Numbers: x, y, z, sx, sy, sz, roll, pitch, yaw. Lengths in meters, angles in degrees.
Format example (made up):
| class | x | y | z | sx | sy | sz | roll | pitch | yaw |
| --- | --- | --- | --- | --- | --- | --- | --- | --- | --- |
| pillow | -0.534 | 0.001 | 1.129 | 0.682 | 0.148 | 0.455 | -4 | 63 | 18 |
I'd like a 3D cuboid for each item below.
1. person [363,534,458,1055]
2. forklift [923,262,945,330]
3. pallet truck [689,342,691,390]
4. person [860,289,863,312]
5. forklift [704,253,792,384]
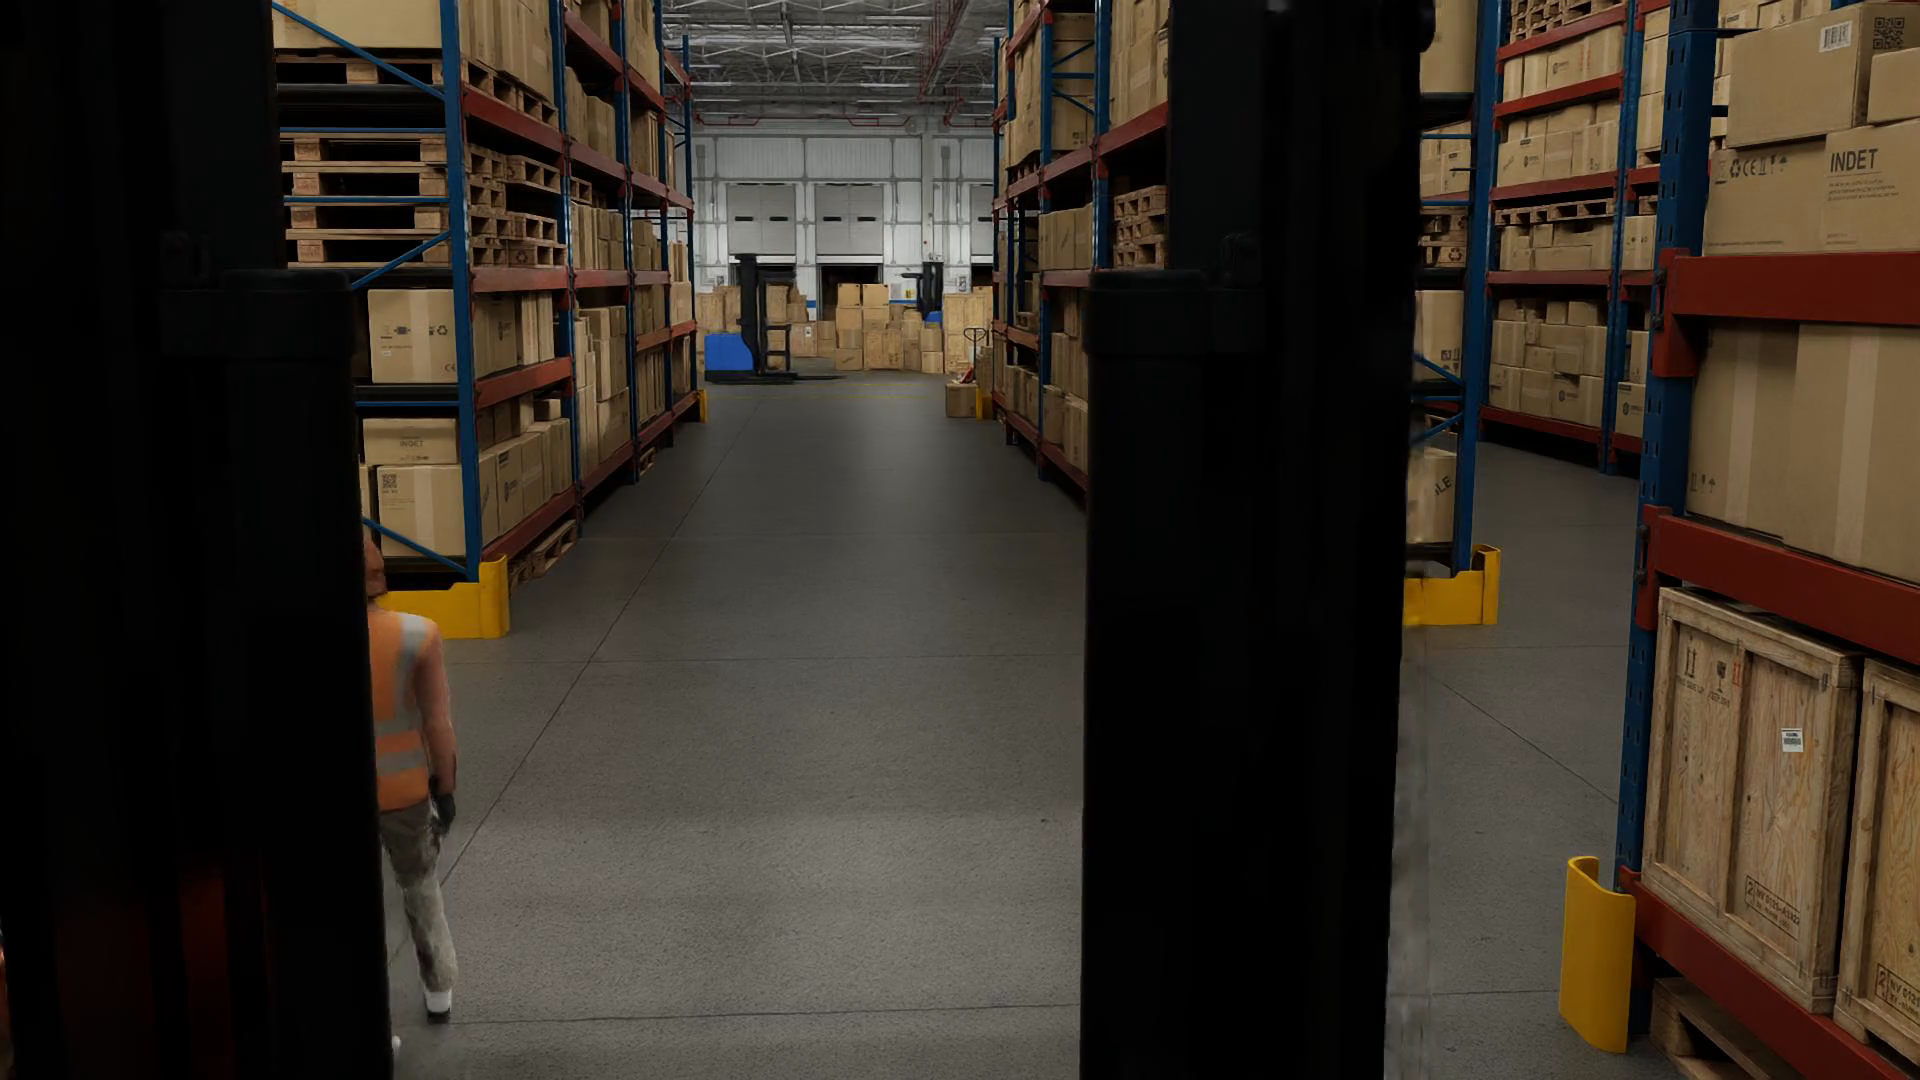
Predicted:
| class | x | y | z | sx | sy | sz | roll | pitch | yaw |
| --- | --- | --- | --- | --- | --- | --- | --- | --- | --- |
| person | -1.795 | 0.758 | 5.047 | 0.522 | 1.610 | 0.671 | -3 | 9 | -17 |
| forklift | -0.903 | -8.307 | 57.993 | 1.873 | 2.768 | 1.129 | 5 | 11 | 31 |
| pallet truck | -5.225 | -3.008 | 27.480 | 1.885 | 1.965 | 0.823 | 2 | 9 | 14 |
| person | -3.051 | -6.710 | 50.982 | 0.474 | 1.923 | 0.542 | -1 | 9 | -6 |
| forklift | -4.603 | -4.820 | 36.095 | 1.873 | 2.768 | 1.129 | -1 | 9 | -4 |
